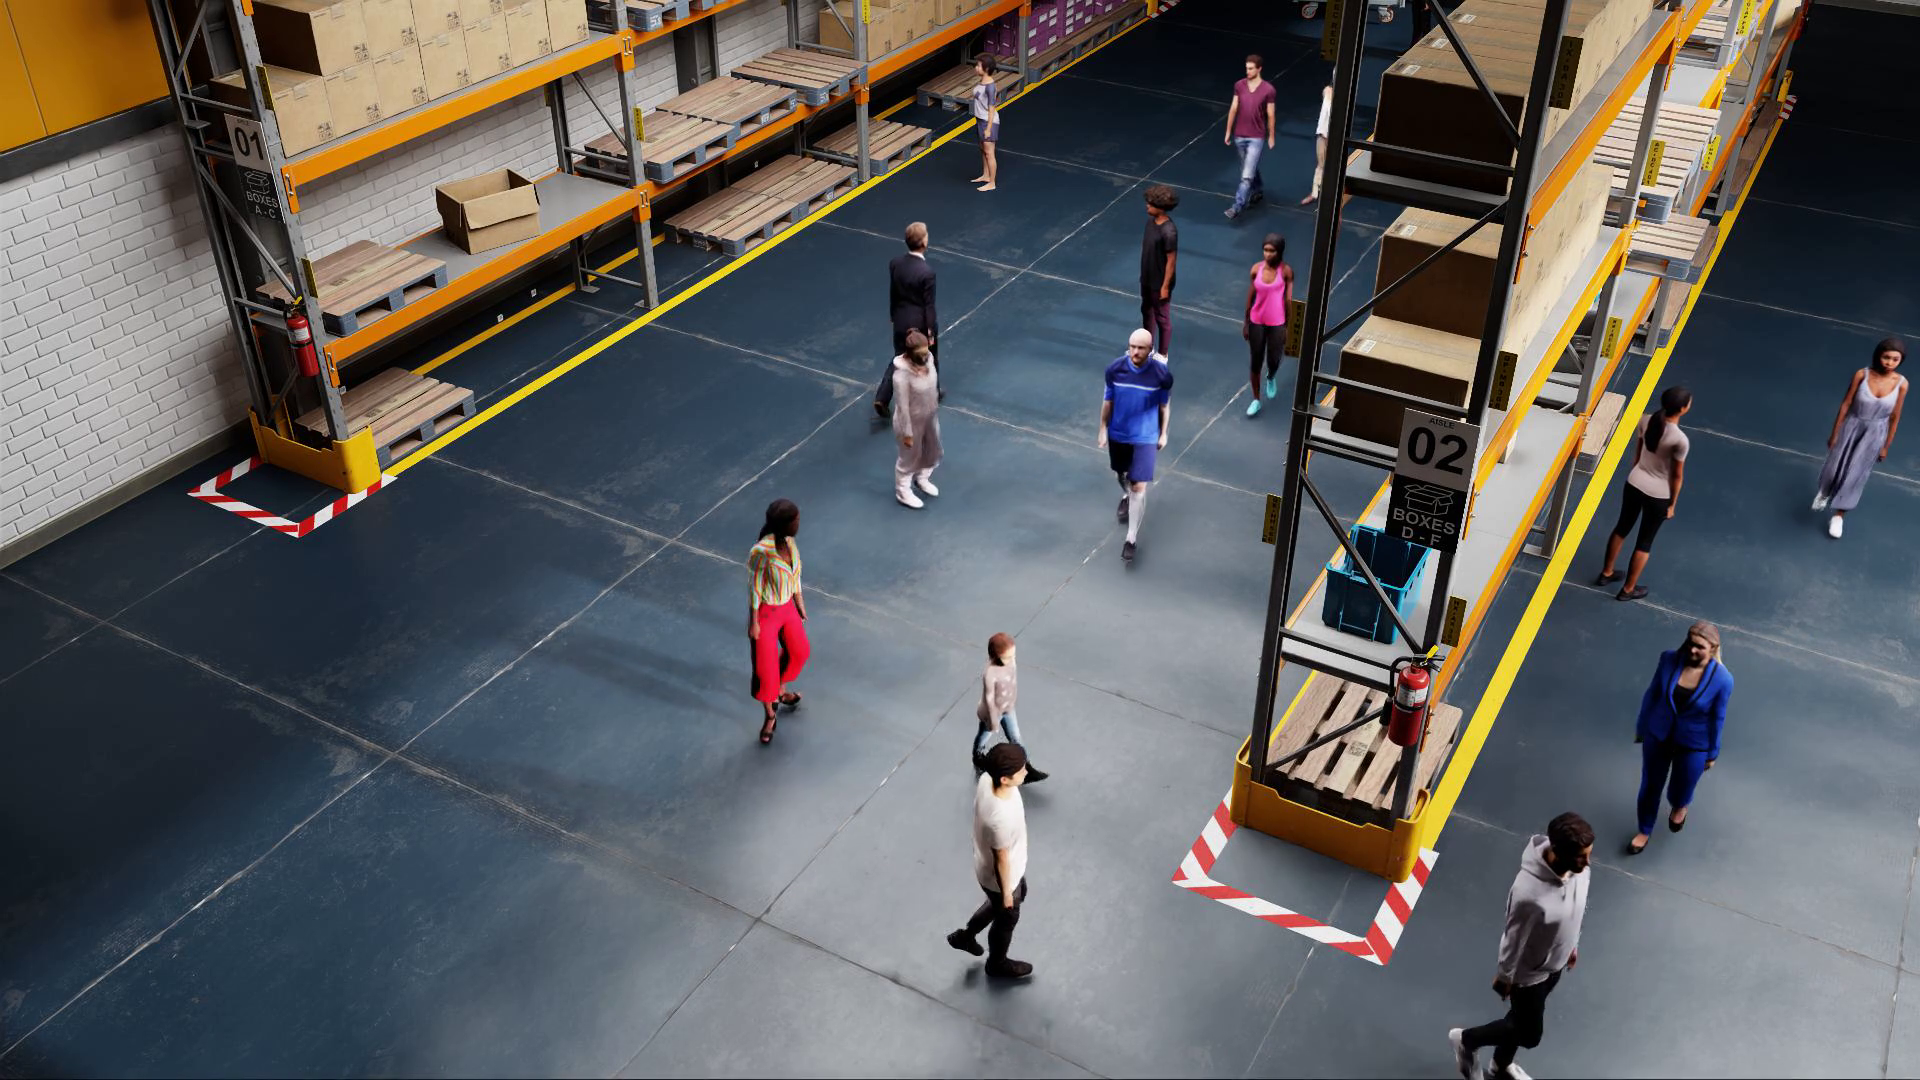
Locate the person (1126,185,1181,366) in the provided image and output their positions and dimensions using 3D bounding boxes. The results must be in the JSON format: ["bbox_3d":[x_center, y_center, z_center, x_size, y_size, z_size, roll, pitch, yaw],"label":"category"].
[{"bbox_3d":[1.844,-2.468,15.466,0.751,1.781,0.718,-13,36,-19],"label":"person"}]

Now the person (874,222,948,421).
[{"bbox_3d":[-0.455,-1.884,14.587,0.767,1.783,1.164,22,39,29],"label":"person"}]

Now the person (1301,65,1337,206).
[{"bbox_3d":[4.098,-4.524,18.672,0.796,1.657,0.673,19,38,26],"label":"person"}]

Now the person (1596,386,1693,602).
[{"bbox_3d":[5.087,-0.355,12.321,0.695,1.744,0.678,-17,37,-23],"label":"person"}]

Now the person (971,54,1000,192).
[{"bbox_3d":[0.303,-4.844,19.235,0.706,1.566,0.644,-8,34,-12],"label":"person"}]

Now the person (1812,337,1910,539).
[{"bbox_3d":[7.098,-0.848,13.114,0.621,1.688,0.774,15,36,21],"label":"person"}]

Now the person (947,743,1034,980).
[{"bbox_3d":[0.148,1.773,9.152,0.867,1.707,0.811,-1,34,-2],"label":"person"}]

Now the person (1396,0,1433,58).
[{"bbox_3d":[6.459,-7.574,23.087,0.800,1.849,0.741,-9,35,-13],"label":"person"}]

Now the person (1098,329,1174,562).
[{"bbox_3d":[1.365,-0.846,13.012,0.805,1.796,1.196,11,35,16],"label":"person"}]

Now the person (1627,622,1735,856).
[{"bbox_3d":[4.379,1.173,10.072,0.722,1.690,0.777,26,42,33],"label":"person"}]

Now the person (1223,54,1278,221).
[{"bbox_3d":[3.283,-4.513,18.532,0.825,1.793,1.242,25,41,33],"label":"person"}]

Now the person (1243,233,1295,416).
[{"bbox_3d":[2.743,-1.937,14.733,0.636,1.708,0.749,11,35,16],"label":"person"}]

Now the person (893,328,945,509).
[{"bbox_3d":[-0.387,-0.993,13.362,0.785,1.655,0.646,17,37,23],"label":"person"}]

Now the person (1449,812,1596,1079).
[{"bbox_3d":[2.851,2.083,8.497,0.788,1.917,0.852,-27,42,-35],"label":"person"}]

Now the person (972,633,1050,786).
[{"bbox_3d":[0.196,1.055,10.722,0.656,1.166,0.775,26,41,33],"label":"person"}]

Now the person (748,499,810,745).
[{"bbox_3d":[-1.271,0.562,10.923,0.507,1.764,0.739,-26,42,-34],"label":"person"}]
